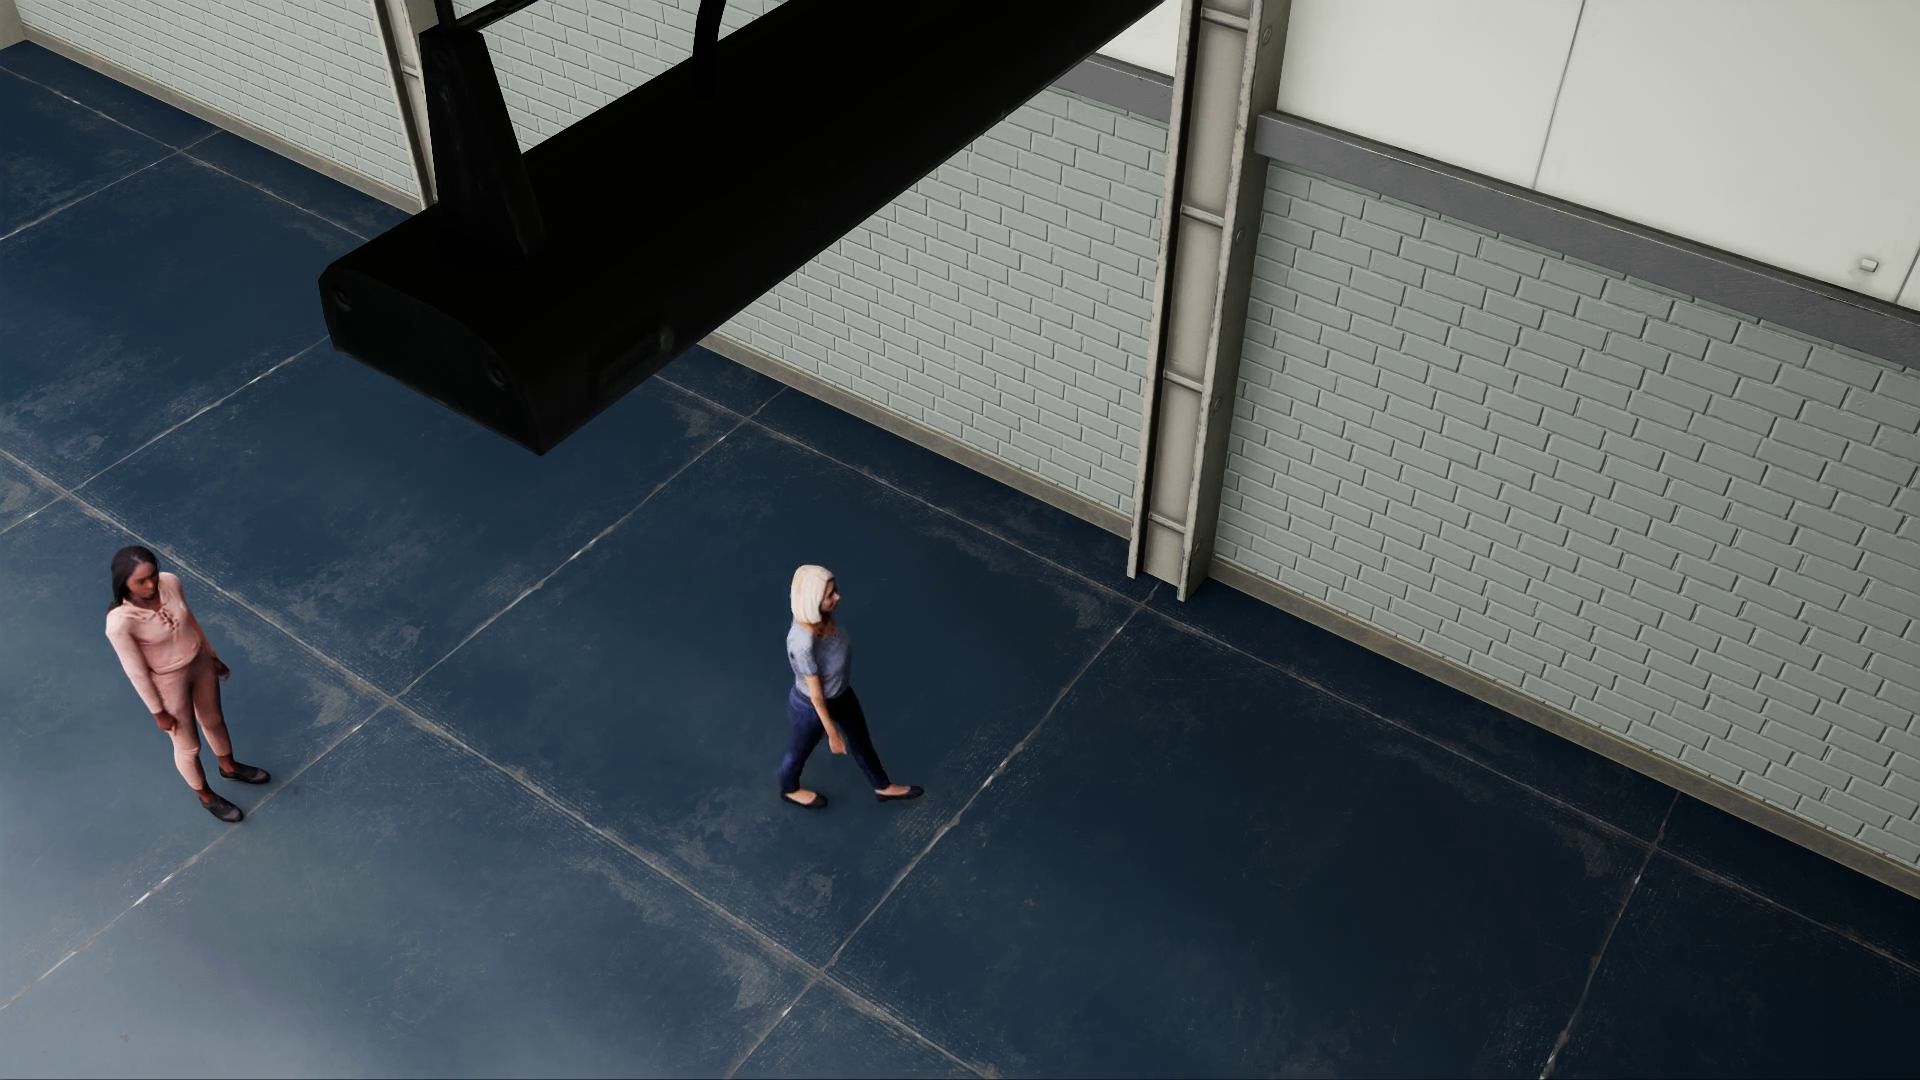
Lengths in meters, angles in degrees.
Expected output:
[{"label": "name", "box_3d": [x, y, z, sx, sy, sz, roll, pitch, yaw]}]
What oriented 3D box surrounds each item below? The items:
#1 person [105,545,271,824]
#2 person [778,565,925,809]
[{"label": "person", "box_3d": [-3.793, 0.686, 8.081, 0.637, 1.722, 0.677, 12, 44, 13]}, {"label": "person", "box_3d": [-0.768, 0.750, 8.034, 1.063, 1.693, 0.853, 8, 44, 8]}]
